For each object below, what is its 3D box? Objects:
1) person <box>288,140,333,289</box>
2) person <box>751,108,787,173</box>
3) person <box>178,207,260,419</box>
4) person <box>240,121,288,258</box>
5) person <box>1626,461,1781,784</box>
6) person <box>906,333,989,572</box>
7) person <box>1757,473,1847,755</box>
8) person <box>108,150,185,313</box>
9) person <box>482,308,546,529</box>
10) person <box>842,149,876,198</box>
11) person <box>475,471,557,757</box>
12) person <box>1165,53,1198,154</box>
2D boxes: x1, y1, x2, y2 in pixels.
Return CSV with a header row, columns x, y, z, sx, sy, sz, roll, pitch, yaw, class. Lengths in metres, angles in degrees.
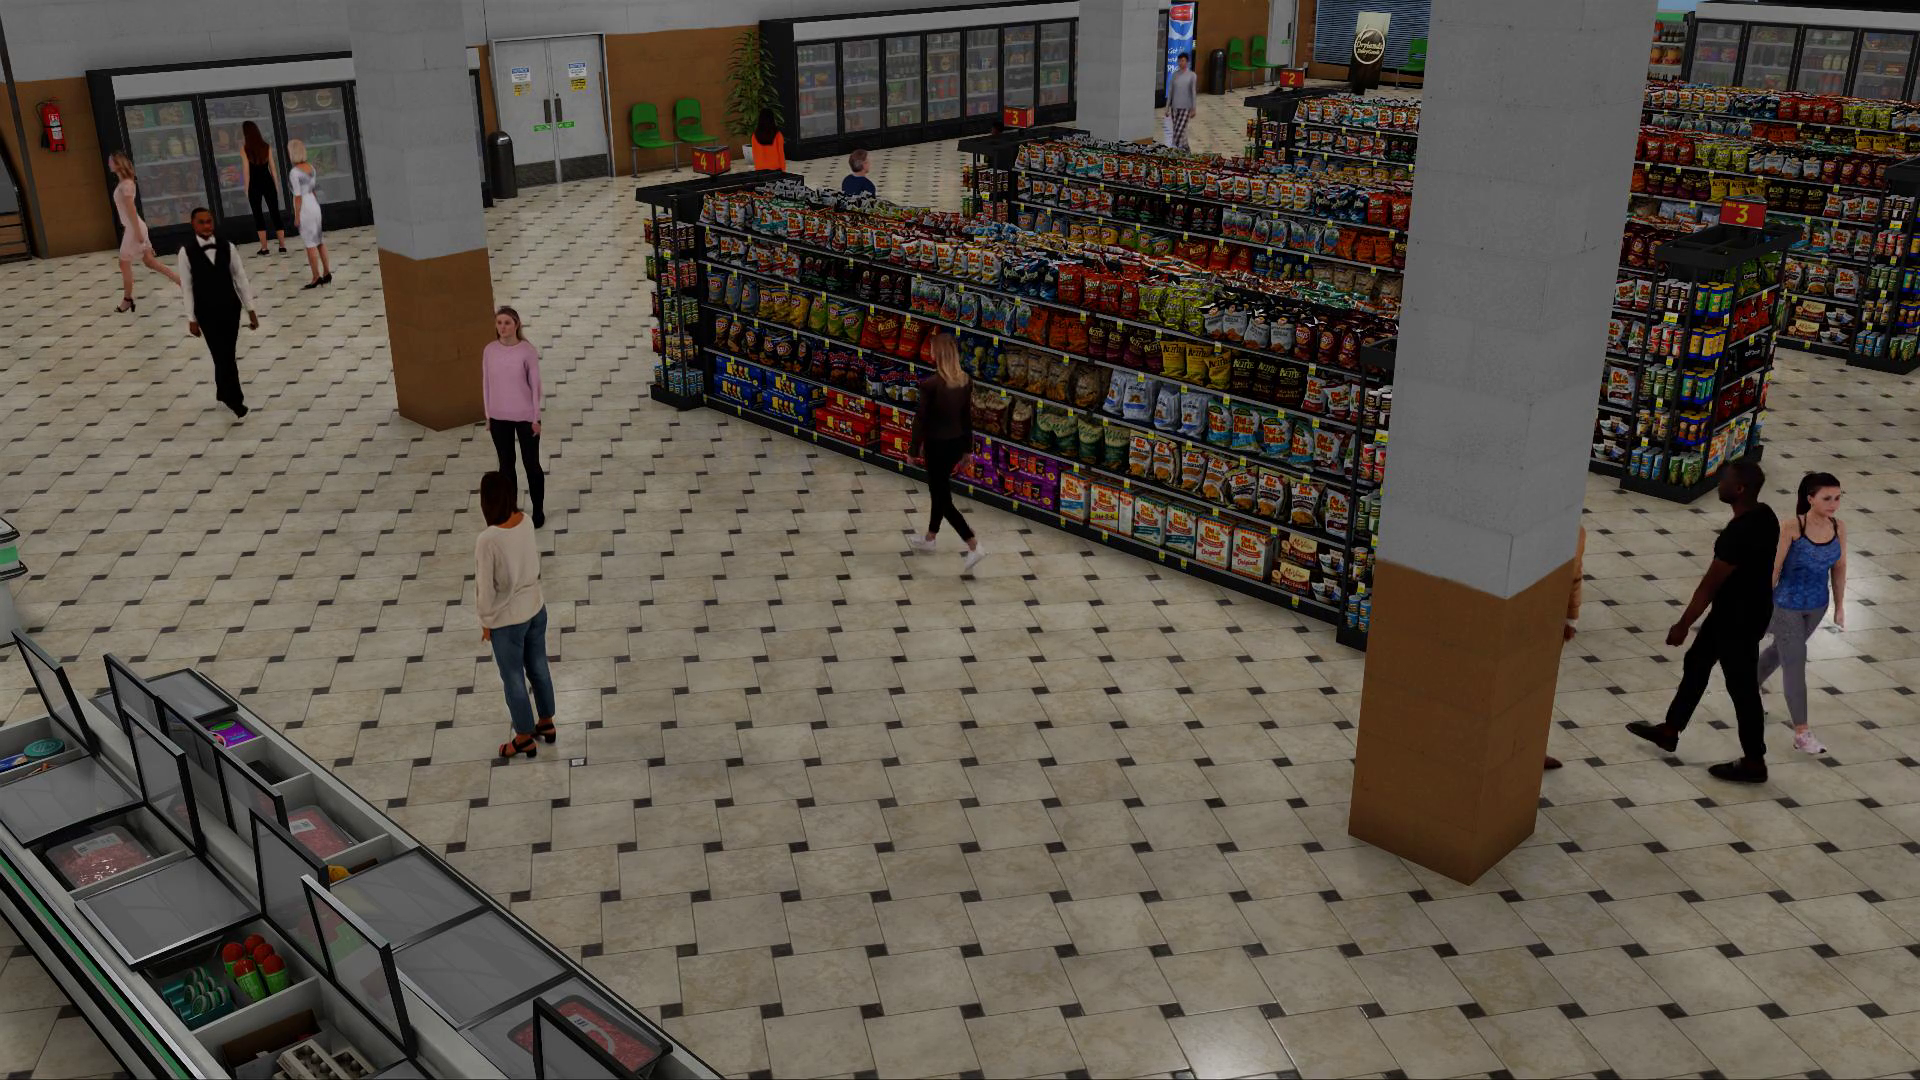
x,y,z,sx,sy,sz,roll,pitch,yaw,class
-7.787,-3.896,19.868,0.661,1.750,0.645,5,23,13,person
-2.578,-4.980,22.565,0.657,1.749,0.766,6,23,14,person
-6.789,-2.076,15.176,0.767,1.871,1.222,-18,28,-38,person
-9.047,-4.552,21.535,0.589,1.724,0.542,-17,27,-36,person
4.260,0.480,8.931,1.067,1.784,0.812,12,25,27,person
-0.064,-0.592,11.745,0.627,1.675,1.080,-20,29,-41,person
4.748,0.363,9.502,0.954,1.574,1.109,-4,22,-9,person
-9.131,-3.430,18.647,0.975,1.794,1.130,-7,23,-16,person
-3.362,-0.929,12.568,0.667,1.687,0.745,2,22,5,person
-1.115,-3.384,18.433,0.717,1.868,0.478,-19,28,-39,person
-2.466,0.408,9.253,0.645,1.677,0.669,11,24,26,person
3.816,-7.354,28.409,1.168,1.798,0.894,13,25,29,person
